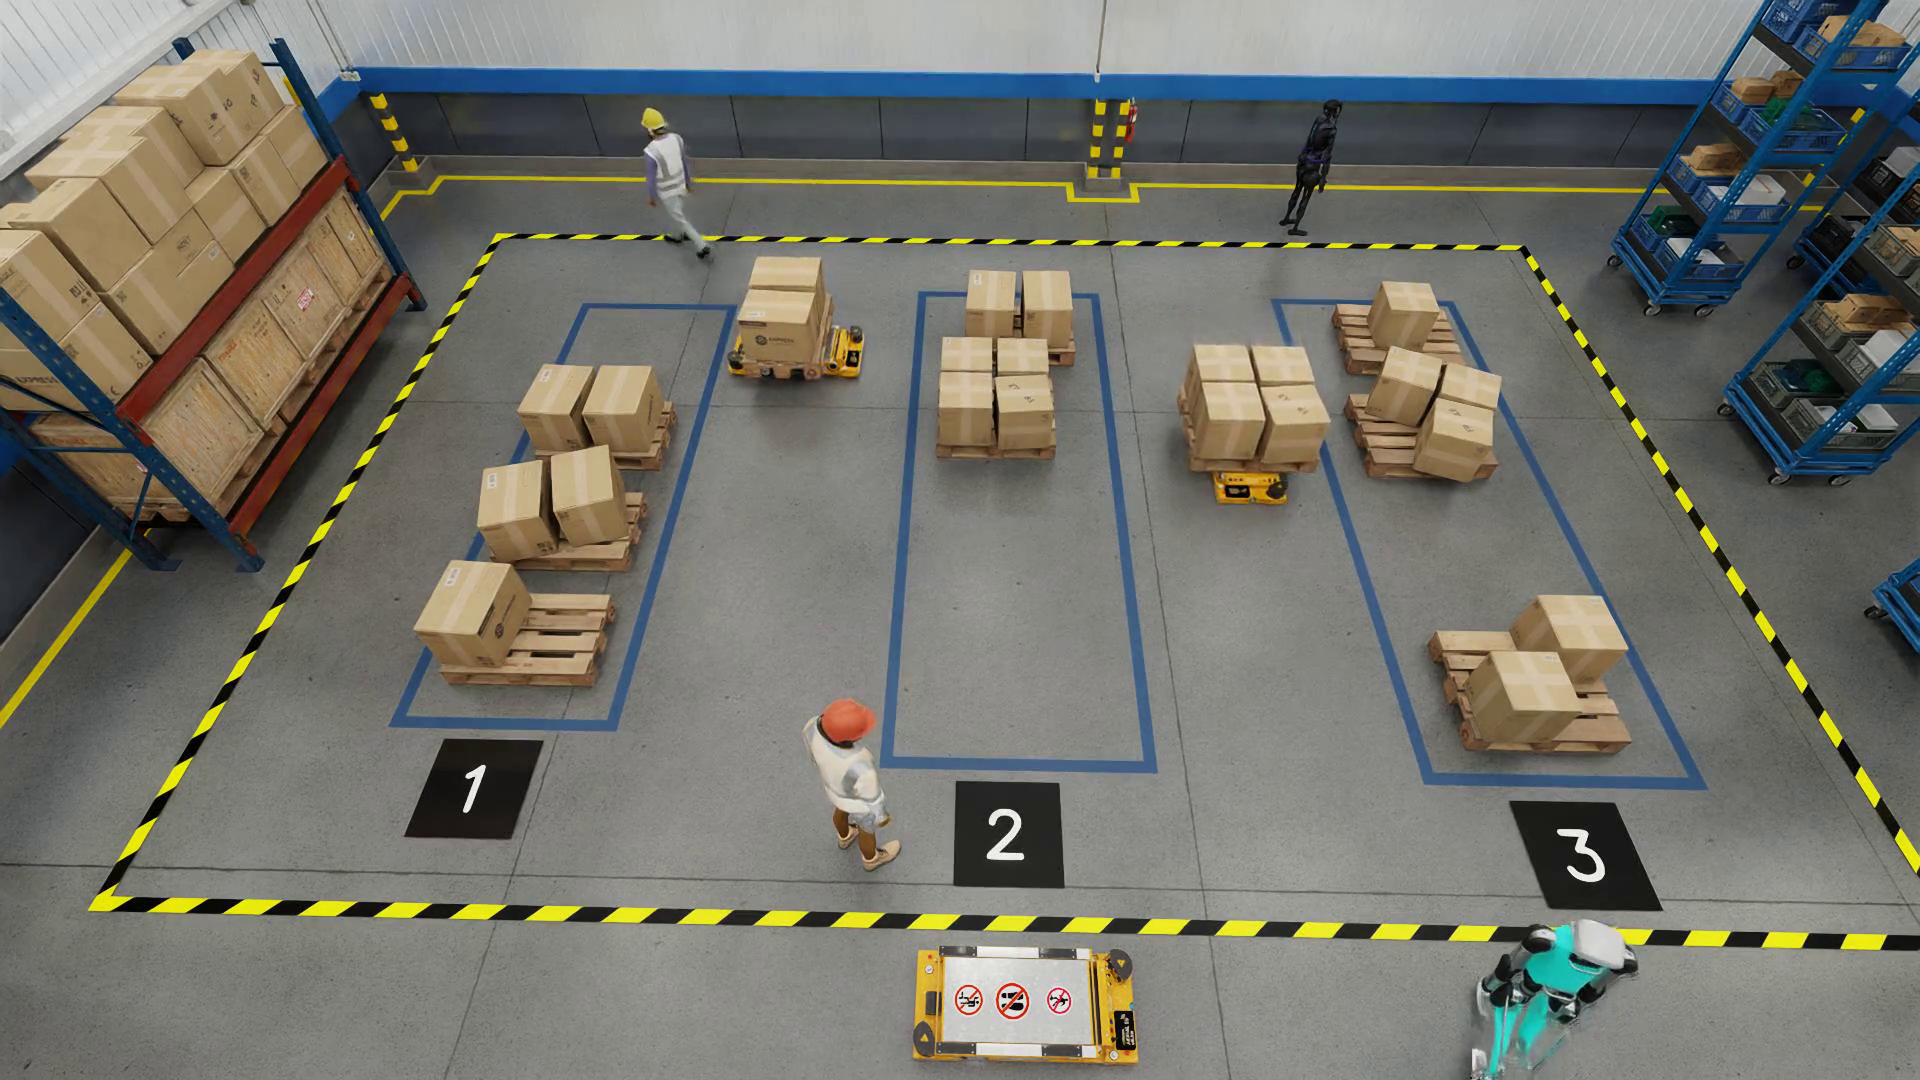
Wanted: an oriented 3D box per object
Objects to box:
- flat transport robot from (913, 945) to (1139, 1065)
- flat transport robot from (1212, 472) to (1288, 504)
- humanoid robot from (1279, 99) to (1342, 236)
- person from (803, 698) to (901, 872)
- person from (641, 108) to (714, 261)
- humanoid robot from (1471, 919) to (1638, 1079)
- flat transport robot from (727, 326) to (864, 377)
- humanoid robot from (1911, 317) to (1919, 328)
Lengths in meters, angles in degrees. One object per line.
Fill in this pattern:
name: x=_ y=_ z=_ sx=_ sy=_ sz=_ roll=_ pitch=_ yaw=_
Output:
flat transport robot: x=0.422 y=3.041 z=6.007 sx=1.431 sy=0.231 sz=0.659 roll=1 pitch=51 yaw=1
flat transport robot: x=2.836 y=-0.959 z=9.250 sx=0.652 sy=0.197 sz=1.431 roll=1 pitch=51 yaw=1
humanoid robot: x=4.353 y=-4.613 z=11.330 sx=0.315 sy=1.654 sz=0.599 roll=-7 pitch=51 yaw=-6
person: x=-0.687 y=1.613 z=6.029 sx=0.614 sy=2.038 sz=0.378 roll=36 pitch=59 yaw=26
person: x=-3.415 y=-4.219 z=10.934 sx=0.846 sy=1.801 sz=0.584 roll=20 pitch=54 yaw=15
humanoid robot: x=3.293 y=2.767 z=5.268 sx=0.540 sy=1.728 sz=0.969 roll=12 pitch=52 yaw=10
flat transport robot: x=-1.816 y=-2.120 z=10.196 sx=1.431 sy=0.197 sz=0.652 roll=1 pitch=51 yaw=1
humanoid robot: x=9.162 y=-1.896 z=9.152 sx=0.600 sy=1.643 sz=0.748 roll=-14 pitch=52 yaw=-11
